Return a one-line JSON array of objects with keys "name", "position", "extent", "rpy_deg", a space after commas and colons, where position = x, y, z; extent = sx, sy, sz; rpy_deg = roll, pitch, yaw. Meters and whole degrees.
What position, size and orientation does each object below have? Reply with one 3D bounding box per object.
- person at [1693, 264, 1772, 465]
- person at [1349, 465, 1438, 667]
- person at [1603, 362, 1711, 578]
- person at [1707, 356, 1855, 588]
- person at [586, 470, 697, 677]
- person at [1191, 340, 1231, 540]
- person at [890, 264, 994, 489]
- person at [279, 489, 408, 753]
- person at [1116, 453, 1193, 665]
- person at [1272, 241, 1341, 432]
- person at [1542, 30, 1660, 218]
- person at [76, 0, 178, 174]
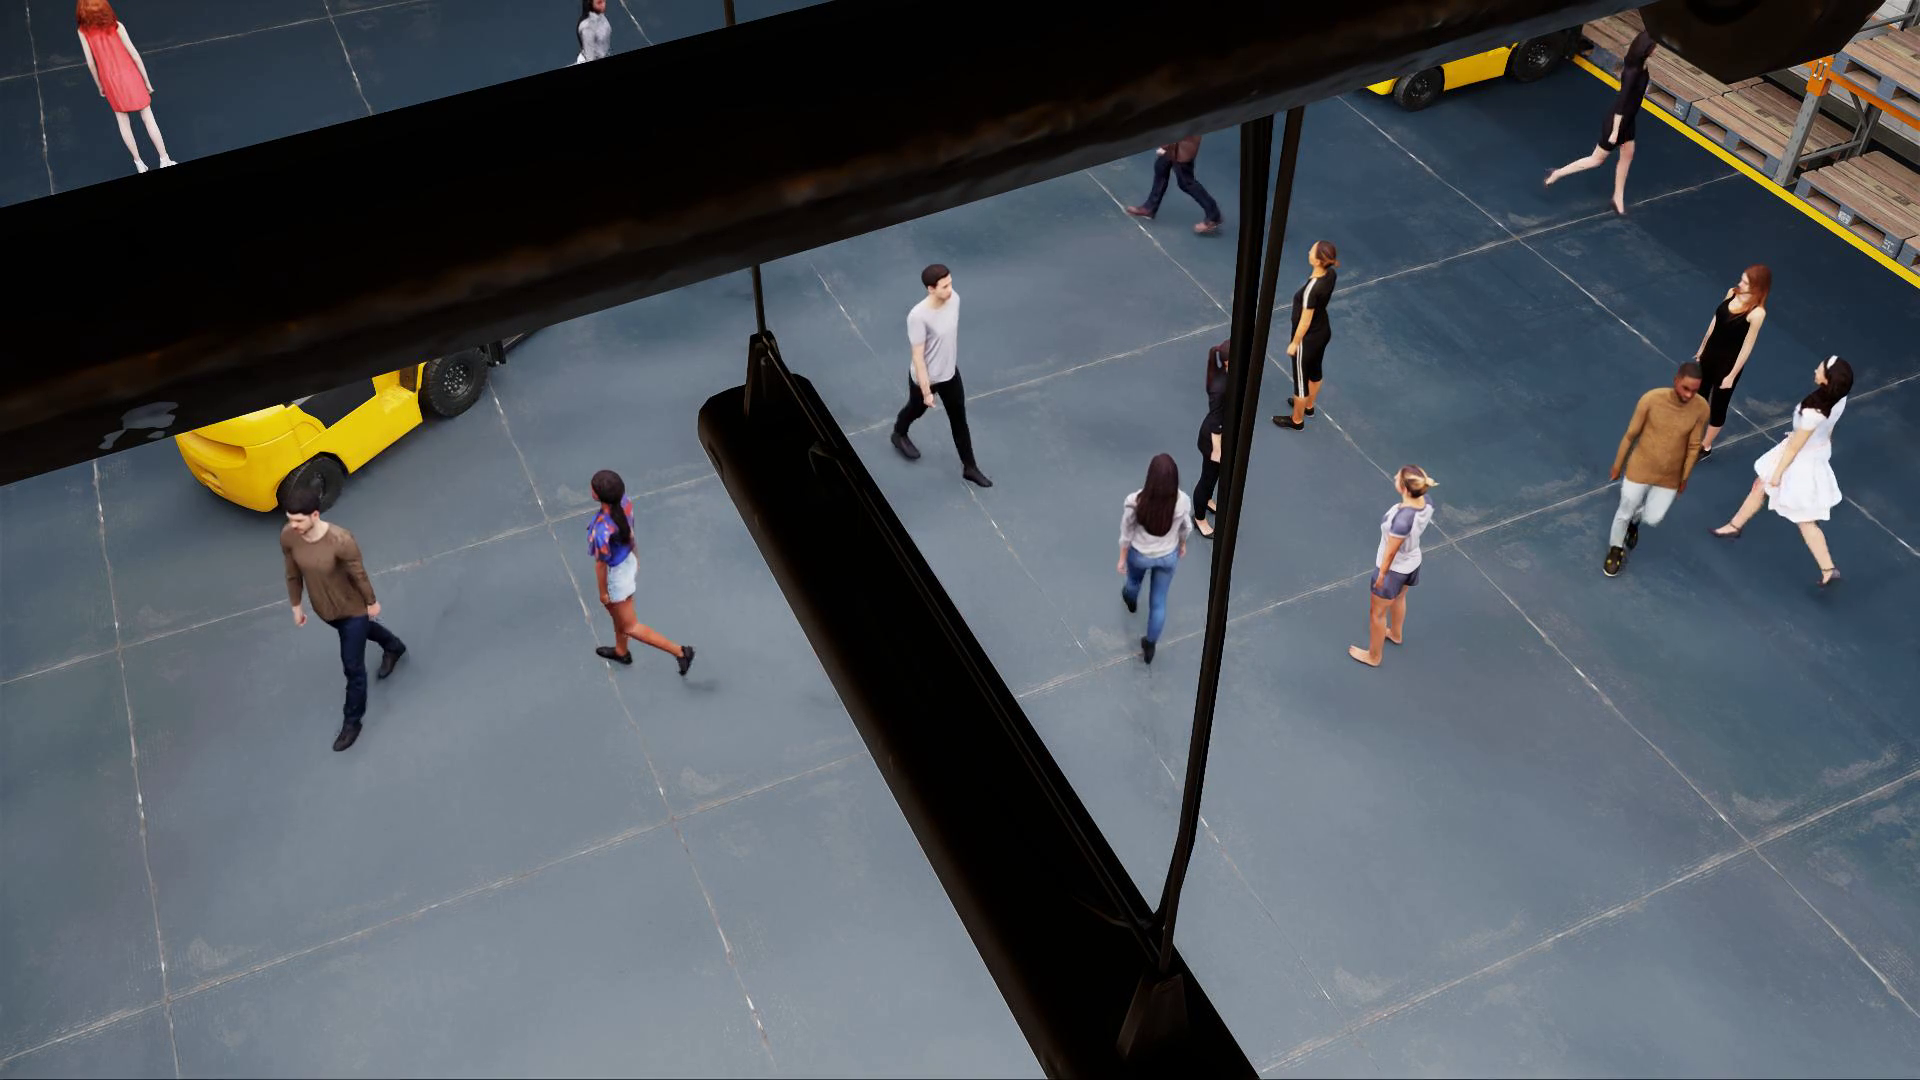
[{"name": "person", "position": [5.680, -1.334, 12.360], "extent": [0.666, 1.722, 0.504], "rpy_deg": [-10, 45, -10]}, {"name": "person", "position": [2.862, 0.160, 10.865], "extent": [0.639, 1.620, 0.633], "rpy_deg": [31, 52, 29]}, {"name": "person", "position": [4.785, -0.550, 11.477], "extent": [0.865, 1.804, 0.926], "rpy_deg": [12, 45, 13]}, {"name": "person", "position": [5.819, -0.418, 11.361], "extent": [0.912, 1.773, 1.296], "rpy_deg": [-34, 53, -30]}, {"name": "person", "position": [-2.117, 0.260, 10.688], "extent": [1.029, 1.719, 1.015], "rpy_deg": [11, 45, 11]}, {"name": "person", "position": [1.835, -0.740, 11.780], "extent": [0.748, 1.662, 0.694], "rpy_deg": [16, 46, 16]}, {"name": "person", "position": [-0.265, -1.244, 12.199], "extent": [0.946, 1.814, 1.292], "rpy_deg": [-34, 53, -30]}, {"name": "person", "position": [-3.872, 0.348, 10.509], "extent": [1.148, 1.840, 1.254], "rpy_deg": [11, 45, 11]}, {"name": "person", "position": [1.272, 0.168, 10.872], "extent": [0.864, 1.600, 1.030], "rpy_deg": [-1, 44, -1]}, {"name": "person", "position": [2.671, -1.563, 12.639], "extent": [0.671, 1.668, 0.664], "rpy_deg": [27, 50, 26]}, {"name": "person", "position": [5.773, -3.713, 14.818], "extent": [1.176, 1.775, 0.989], "rpy_deg": [24, 49, 23]}, {"name": "person", "position": [-7.694, -4.182, 15.274], "extent": [0.650, 1.826, 0.592], "rpy_deg": [-8, 44, -9]}]
